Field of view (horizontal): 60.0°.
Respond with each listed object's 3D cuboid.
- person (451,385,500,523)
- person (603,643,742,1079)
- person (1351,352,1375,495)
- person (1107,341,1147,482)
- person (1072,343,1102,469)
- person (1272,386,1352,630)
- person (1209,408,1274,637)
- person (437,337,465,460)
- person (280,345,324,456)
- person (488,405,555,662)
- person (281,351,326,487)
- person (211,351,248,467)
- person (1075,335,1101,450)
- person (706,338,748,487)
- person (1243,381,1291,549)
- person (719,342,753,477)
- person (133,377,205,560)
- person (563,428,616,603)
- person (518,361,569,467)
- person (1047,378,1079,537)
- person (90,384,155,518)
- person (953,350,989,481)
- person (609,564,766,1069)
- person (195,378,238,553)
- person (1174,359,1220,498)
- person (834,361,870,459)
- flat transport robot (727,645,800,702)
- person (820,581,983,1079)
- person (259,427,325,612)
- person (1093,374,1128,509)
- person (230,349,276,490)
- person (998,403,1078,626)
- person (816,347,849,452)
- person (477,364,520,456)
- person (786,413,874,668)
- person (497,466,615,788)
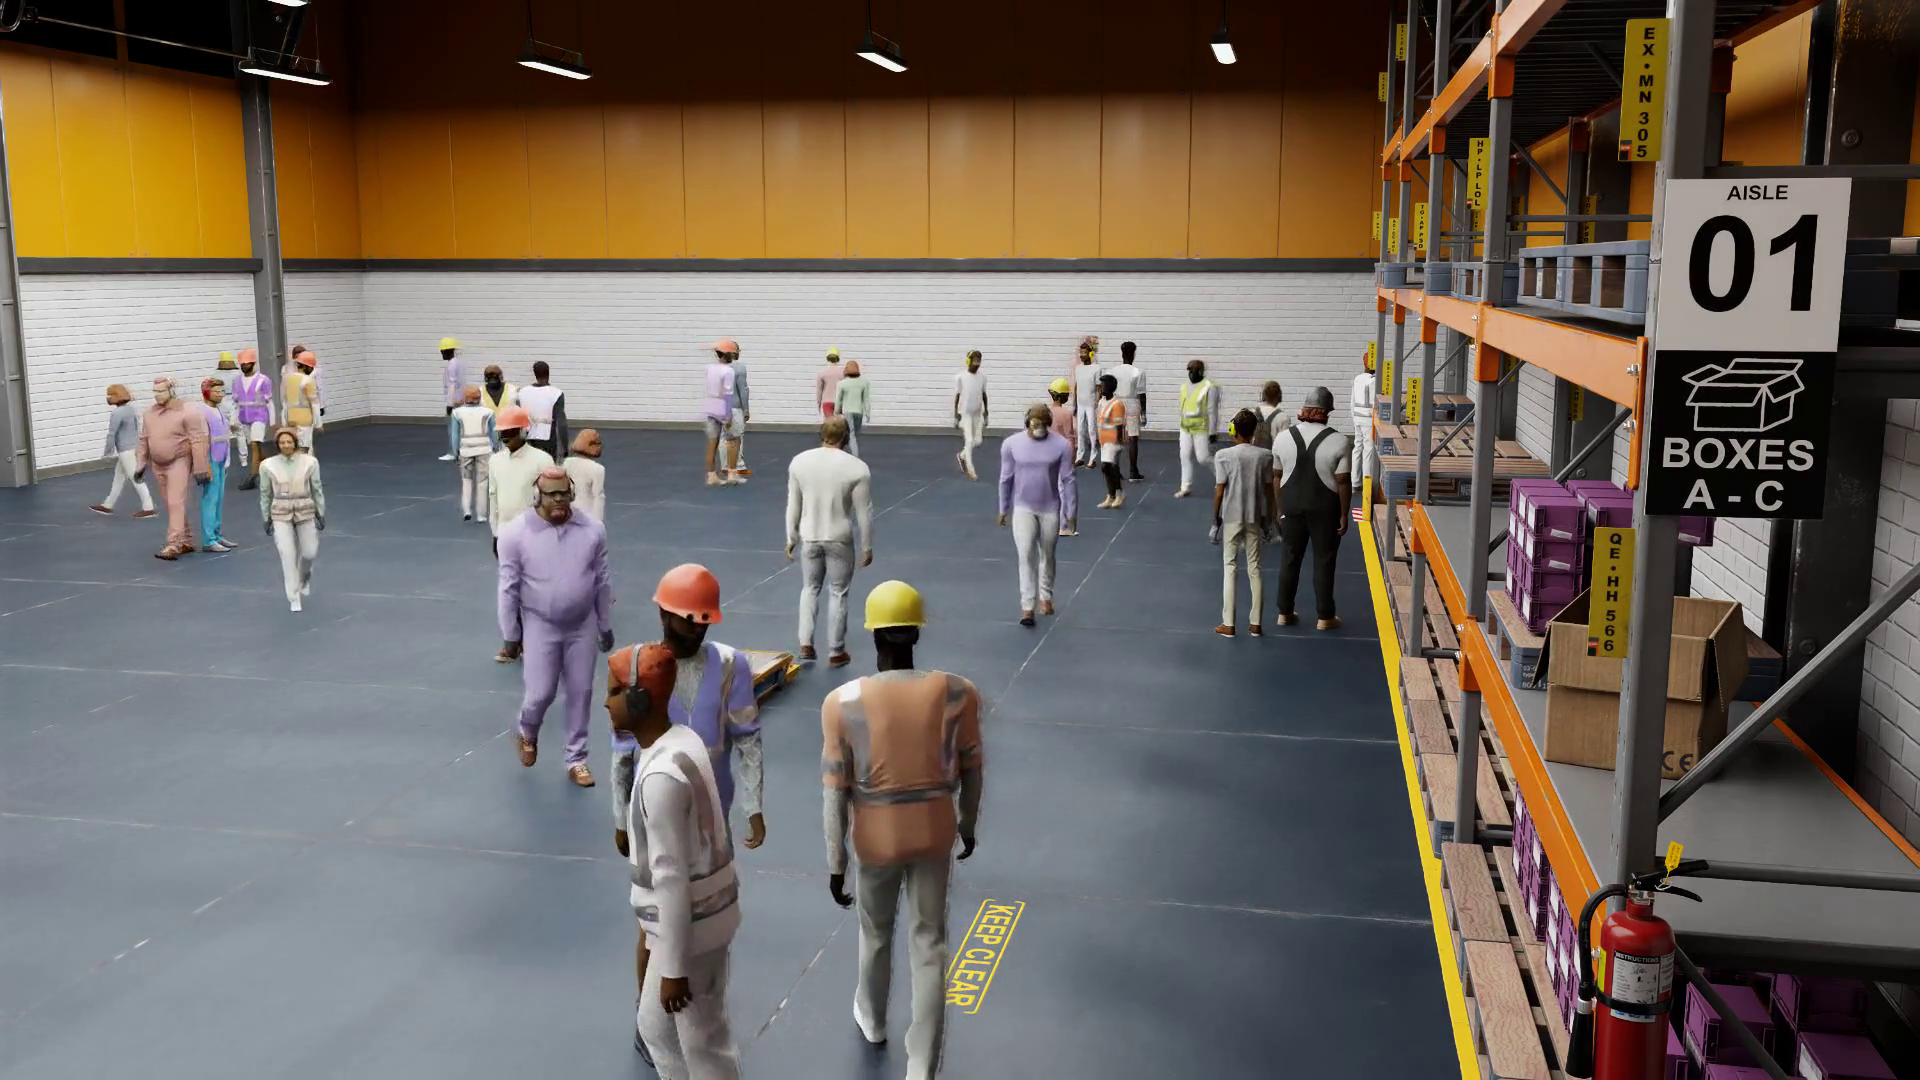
[{"bbox_3d":[-5.679,-1.011,19.550,0.527,1.624,0.450,-1,9,-6],"label":"person"},{"bbox_3d":[-0.898,1.241,5.291,0.441,1.866,0.586,-1,10,-7],"label":"person"},{"bbox_3d":[5.360,-1.528,21.884,0.353,1.886,0.573,-4,10,-20],"label":"person"},{"bbox_3d":[2.335,-1.796,23.259,0.617,1.963,0.361,6,11,30],"label":"person"},{"bbox_3d":[1.883,-1.992,24.729,0.521,1.873,0.335,9,13,42],"label":"person"},{"bbox_3d":[2.961,-0.280,13.900,0.681,2.000,0.535,5,11,29],"label":"person"},{"bbox_3d":[2.290,-0.137,13.555,0.539,1.869,0.313,-1,10,-8],"label":"person"},{"bbox_3d":[-7.829,-2.185,25.740,0.495,1.913,0.616,-1,10,-9],"label":"person"},{"bbox_3d":[-10.068,-2.090,25.495,0.628,1.809,0.914,0,9,-3],"label":"person"},{"bbox_3d":[-3.341,-0.070,12.843,0.629,1.972,0.681,4,10,22],"label":"person"},{"bbox_3d":[-8.864,-1.576,22.276,0.582,1.899,0.840,5,11,30],"label":"person"},{"bbox_3d":[-10.958,-1.964,24.984,0.487,1.735,0.332,-5,11,-27],"label":"person"},{"bbox_3d":[2.179,-2.394,27.120,0.736,1.880,0.676,-2,10,-11],"label":"person"},{"bbox_3d":[-3.205,-1.738,22.753,0.621,2.015,0.701,9,13,43],"label":"person"},{"bbox_3d":[3.305,-0.804,17.836,0.513,1.795,1.007,5,11,29],"label":"person"},{"bbox_3d":[-3.256,-1.874,23.809,0.627,1.940,0.372,7,11,34],"label":"person"},{"bbox_3d":[-8.207,-0.726,17.093,0.667,1.871,0.847,3,10,19],"label":"person"},{"bbox_3d":[-3.329,-0.175,14.571,0.508,1.604,0.698,5,11,30],"label":"person"},{"bbox_3d":[-4.925,-1.170,19.722,0.620,1.886,0.464,3,10,18],"label":"person"},{"bbox_3d":[1.105,-0.922,18.597,0.310,1.769,0.522,-8,12,-38],"label":"person"},{"bbox_3d":[-10.076,-1.052,19.866,0.826,1.592,0.521,-1,9,-6],"label":"person"},{"bbox_3d":[0.132,-1.778,23.516,0.538,1.844,0.624,-5,11,-27],"label":"person"},{"bbox_3d":[-1.064,1.021,6.462,0.558,1.905,0.645,-4,10,-24],"label":"person"},{"bbox_3d":[-7.917,-0.793,17.589,0.374,1.840,0.569,-1,10,-8],"label":"person"},{"bbox_3d":[3.135,-1.454,21.665,0.702,1.821,0.635,-8,12,-41],"label":"person"},{"bbox_3d":[-1.635,-1.889,24.932,0.521,1.580,0.839,-4,10,-22],"label":"person"},{"bbox_3d":[-1.655,0.986,11.596,0.652,0.197,1.431,2,10,13],"label":"flat transport robot"},{"bbox_3d":[-0.222,1.079,6.183,0.610,1.884,0.851,-2,10,-10],"label":"person"},{"bbox_3d":[-5.890,-0.201,14.671,0.526,1.620,0.554,-5,11,-28],"label":"person"},{"bbox_3d":[1.836,-1.209,20.546,0.361,1.682,0.541,-3,10,-18],"label":"person"},{"bbox_3d":[-9.638,-1.661,22.705,0.561,1.893,0.998,1,10,9],"label":"person"},{"bbox_3d":[0.665,-0.223,14.079,0.664,1.860,1.057,0,9,2],"label":"person"},{"bbox_3d":[-1.961,-2.140,25.975,0.552,1.736,0.738,0,9,0],"label":"person"},{"bbox_3d":[-5.654,-1.252,20.392,0.652,1.829,0.510,-2,10,-14],"label":"person"},{"bbox_3d":[-0.975,0.010,12.491,0.680,1.925,0.408,2,10,15],"label":"person"},{"bbox_3d":[-2.364,0.490,9.729,0.658,1.893,0.542,-6,11,-30],"label":"person"}]
